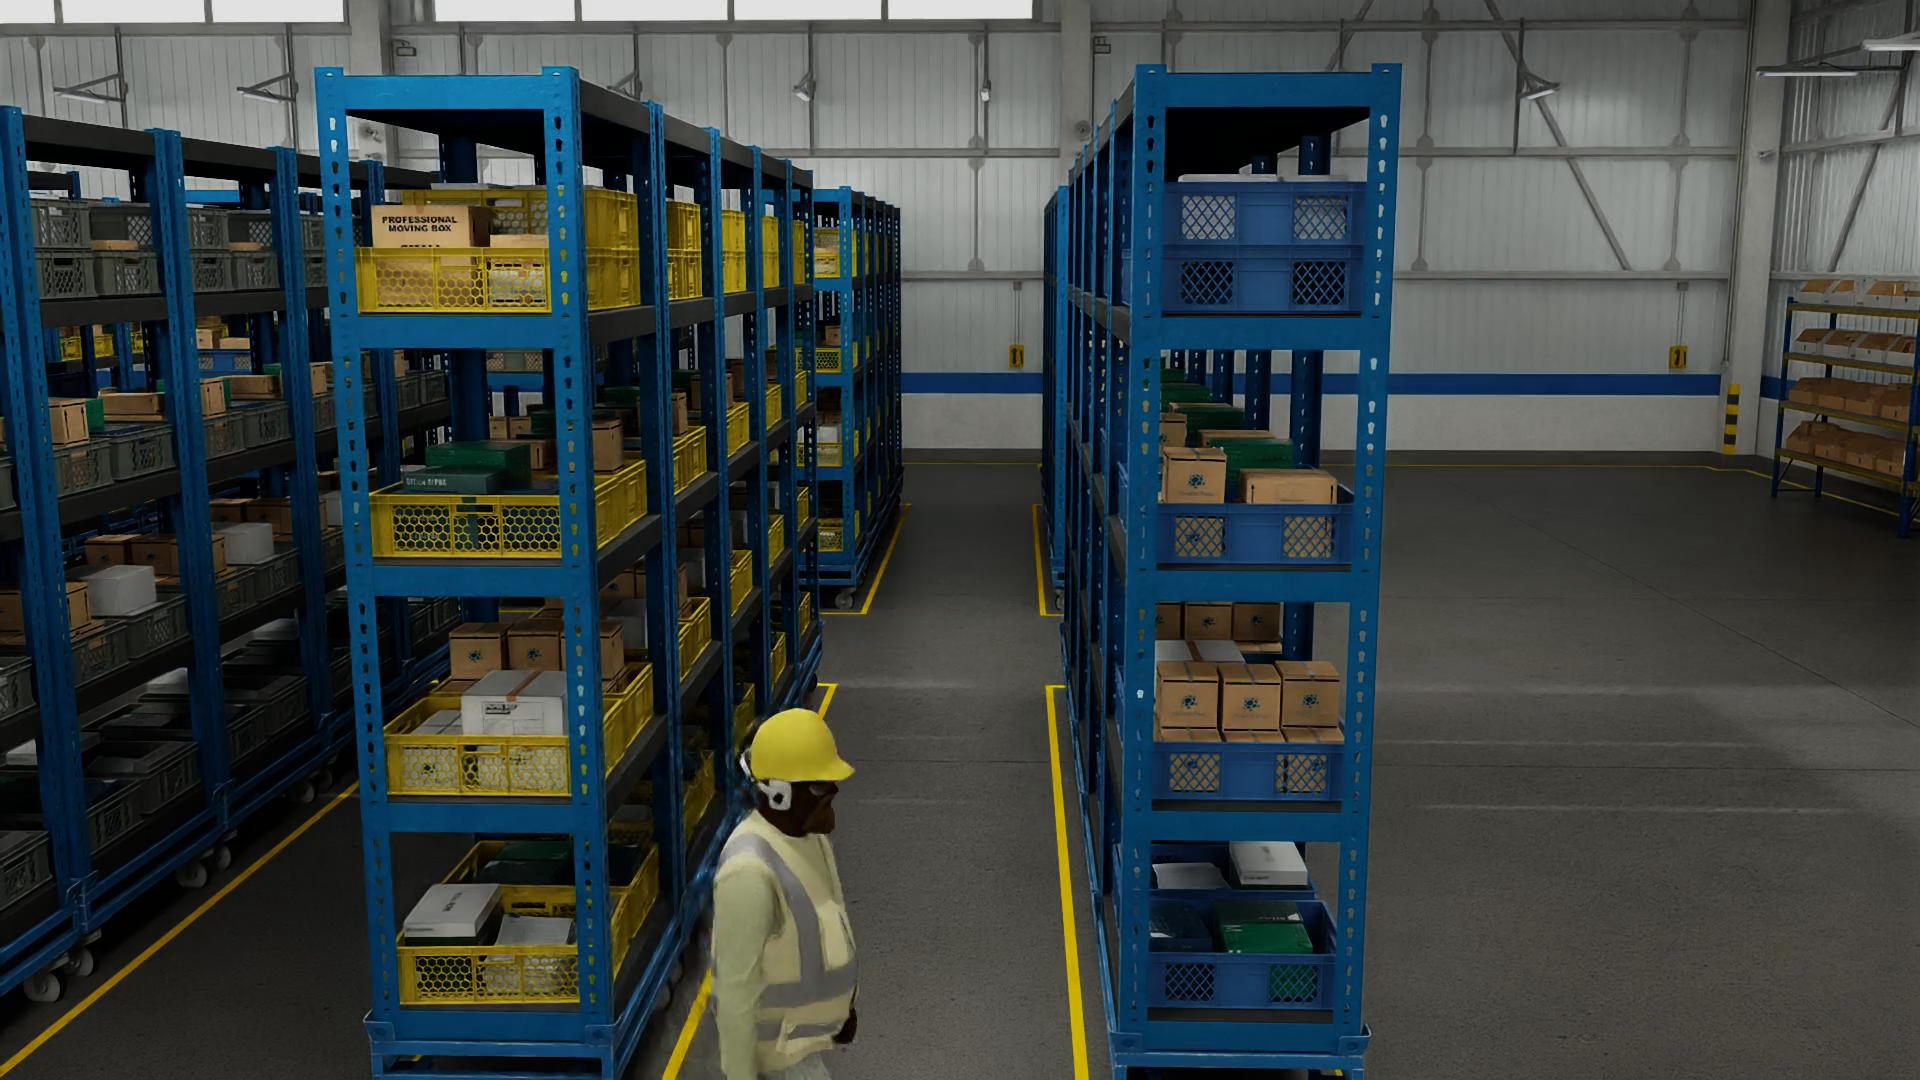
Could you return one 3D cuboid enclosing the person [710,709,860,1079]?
[{"bbox_3d":[-0.351,1.354,4.632,0.821,1.801,0.621,1,10,7],"label":"person"}]
